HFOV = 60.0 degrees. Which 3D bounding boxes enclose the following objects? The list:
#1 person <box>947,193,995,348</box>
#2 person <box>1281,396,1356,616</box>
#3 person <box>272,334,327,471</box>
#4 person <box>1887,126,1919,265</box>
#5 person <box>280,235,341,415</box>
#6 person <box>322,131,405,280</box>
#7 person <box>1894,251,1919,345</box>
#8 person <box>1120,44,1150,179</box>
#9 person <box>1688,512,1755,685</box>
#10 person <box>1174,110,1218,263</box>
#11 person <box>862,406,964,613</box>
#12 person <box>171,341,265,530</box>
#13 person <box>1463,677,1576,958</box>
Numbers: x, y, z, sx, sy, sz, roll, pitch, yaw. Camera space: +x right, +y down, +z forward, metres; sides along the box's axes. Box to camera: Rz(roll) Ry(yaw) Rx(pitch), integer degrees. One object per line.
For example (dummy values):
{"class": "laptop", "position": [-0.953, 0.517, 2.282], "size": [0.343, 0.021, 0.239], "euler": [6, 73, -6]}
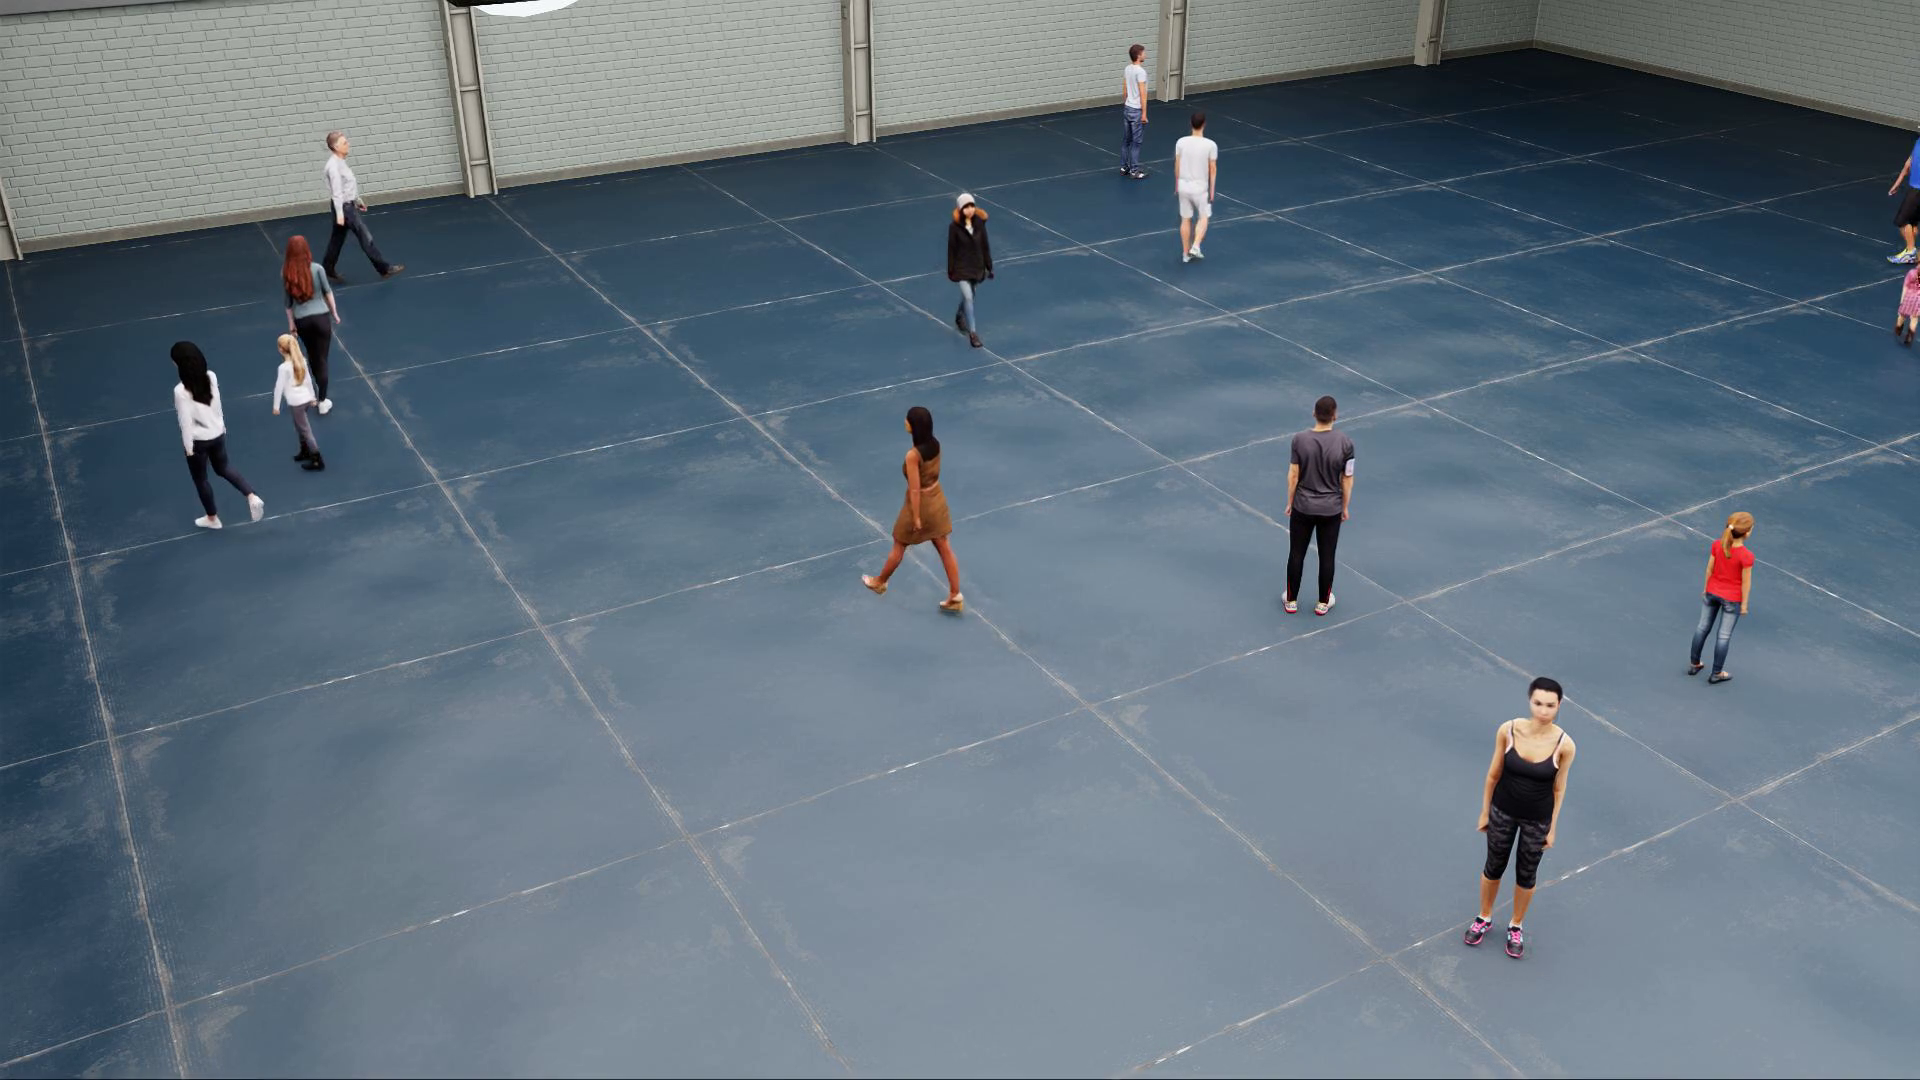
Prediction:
{"class": "person", "position": [0.072, -2.940, 17.925], "size": [0.979, 1.597, 0.670], "euler": [-14, 30, -24]}
{"class": "person", "position": [2.685, -0.254, 12.526], "size": [0.703, 1.764, 0.771], "euler": [6, 28, 11]}
{"class": "person", "position": [-5.884, -1.226, 14.961], "size": [0.728, 1.264, 0.666], "euler": [5, 28, 10]}
{"class": "person", "position": [11.741, -4.242, 20.178], "size": [0.836, 1.849, 0.780], "euler": [5, 28, 10]}
{"class": "person", "position": [-6.255, -2.048, 16.060], "size": [0.931, 1.717, 0.850], "euler": [-4, 27, -7]}
{"class": "person", "position": [-7.323, -3.883, 19.567], "size": [1.253, 1.770, 0.859], "euler": [-8, 28, -15]}
{"class": "person", "position": [10.303, -2.617, 17.931], "size": [0.684, 1.017, 0.783], "euler": [10, 29, 19]}
{"class": "person", "position": [2.501, -6.163, 23.890], "size": [0.554, 1.865, 0.636], "euler": [-13, 30, -24]}
{"class": "person", "position": [5.397, 0.396, 11.759], "size": [0.524, 1.311, 0.497], "euler": [-19, 33, -32]}
{"class": "person", "position": [2.808, -4.253, 20.205], "size": [0.846, 1.843, 0.898], "euler": [9, 29, 18]}
{"class": "person", "position": [-0.192, -0.189, 12.526], "size": [0.974, 1.648, 1.074], "euler": [14, 31, 26]}
{"class": "person", "position": [-6.178, -0.842, 13.751], "size": [0.994, 1.688, 0.952], "euler": [8, 28, 16]}
{"class": "person", "position": [3.087, 1.509, 9.139], "size": [0.663, 1.730, 0.694], "euler": [13, 30, 24]}
